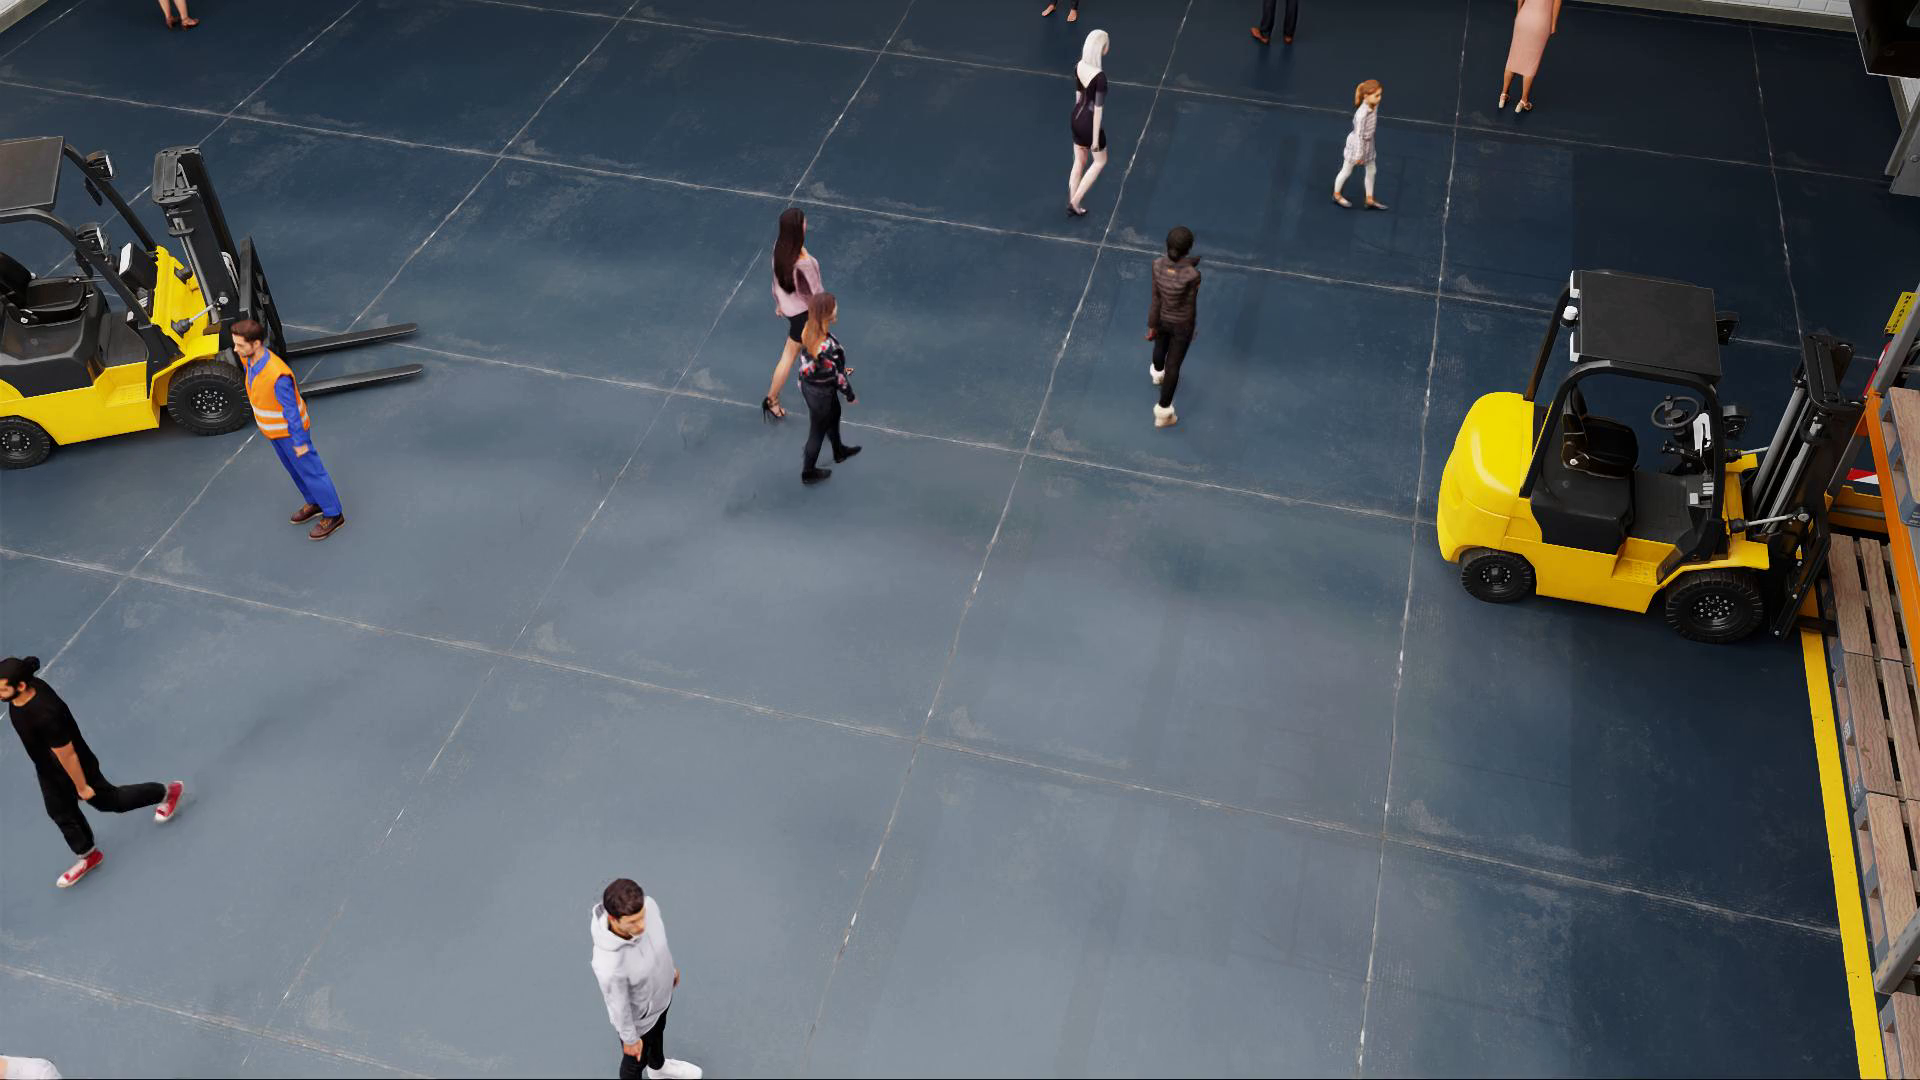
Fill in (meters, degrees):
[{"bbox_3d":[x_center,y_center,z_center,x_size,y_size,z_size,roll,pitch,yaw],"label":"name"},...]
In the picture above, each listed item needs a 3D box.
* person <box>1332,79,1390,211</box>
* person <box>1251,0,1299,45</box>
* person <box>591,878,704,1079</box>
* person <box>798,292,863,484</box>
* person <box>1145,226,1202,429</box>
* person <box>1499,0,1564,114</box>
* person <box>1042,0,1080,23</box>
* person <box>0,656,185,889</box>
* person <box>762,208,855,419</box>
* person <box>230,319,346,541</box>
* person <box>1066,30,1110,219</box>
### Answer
[{"bbox_3d":[3.584,-3.616,15.147,0.781,1.292,0.787,31,51,28],"label":"person"},{"bbox_3d":[3.387,-6.077,17.374,0.728,1.784,0.712,-4,44,-4],"label":"person"},{"bbox_3d":[-1.633,2.326,8.450,0.732,1.926,0.486,11,45,11],"label":"person"},{"bbox_3d":[-1.096,-1.064,12.199,0.885,1.664,0.840,-18,46,-18],"label":"person"},{"bbox_3d":[1.722,-1.764,12.939,1.130,1.656,0.753,11,45,11],"label":"person"},{"bbox_3d":[5.617,-5.071,16.283,0.662,1.831,0.664,33,52,30],"label":"person"},{"bbox_3d":[1.142,-6.458,17.815,0.637,1.726,0.571,18,46,18],"label":"person"},{"bbox_3d":[-5.129,1.257,9.715,0.914,1.728,1.189,27,50,26],"label":"person"},{"bbox_3d":[-1.313,-1.675,12.774,1.182,1.754,1.086,-24,49,-23],"label":"person"},{"bbox_3d":[-4.763,-0.801,11.778,0.760,1.864,0.744,28,50,26],"label":"person"},{"bbox_3d":[1.035,-3.630,14.784,0.795,1.812,0.738,-28,50,-26],"label":"person"}]
